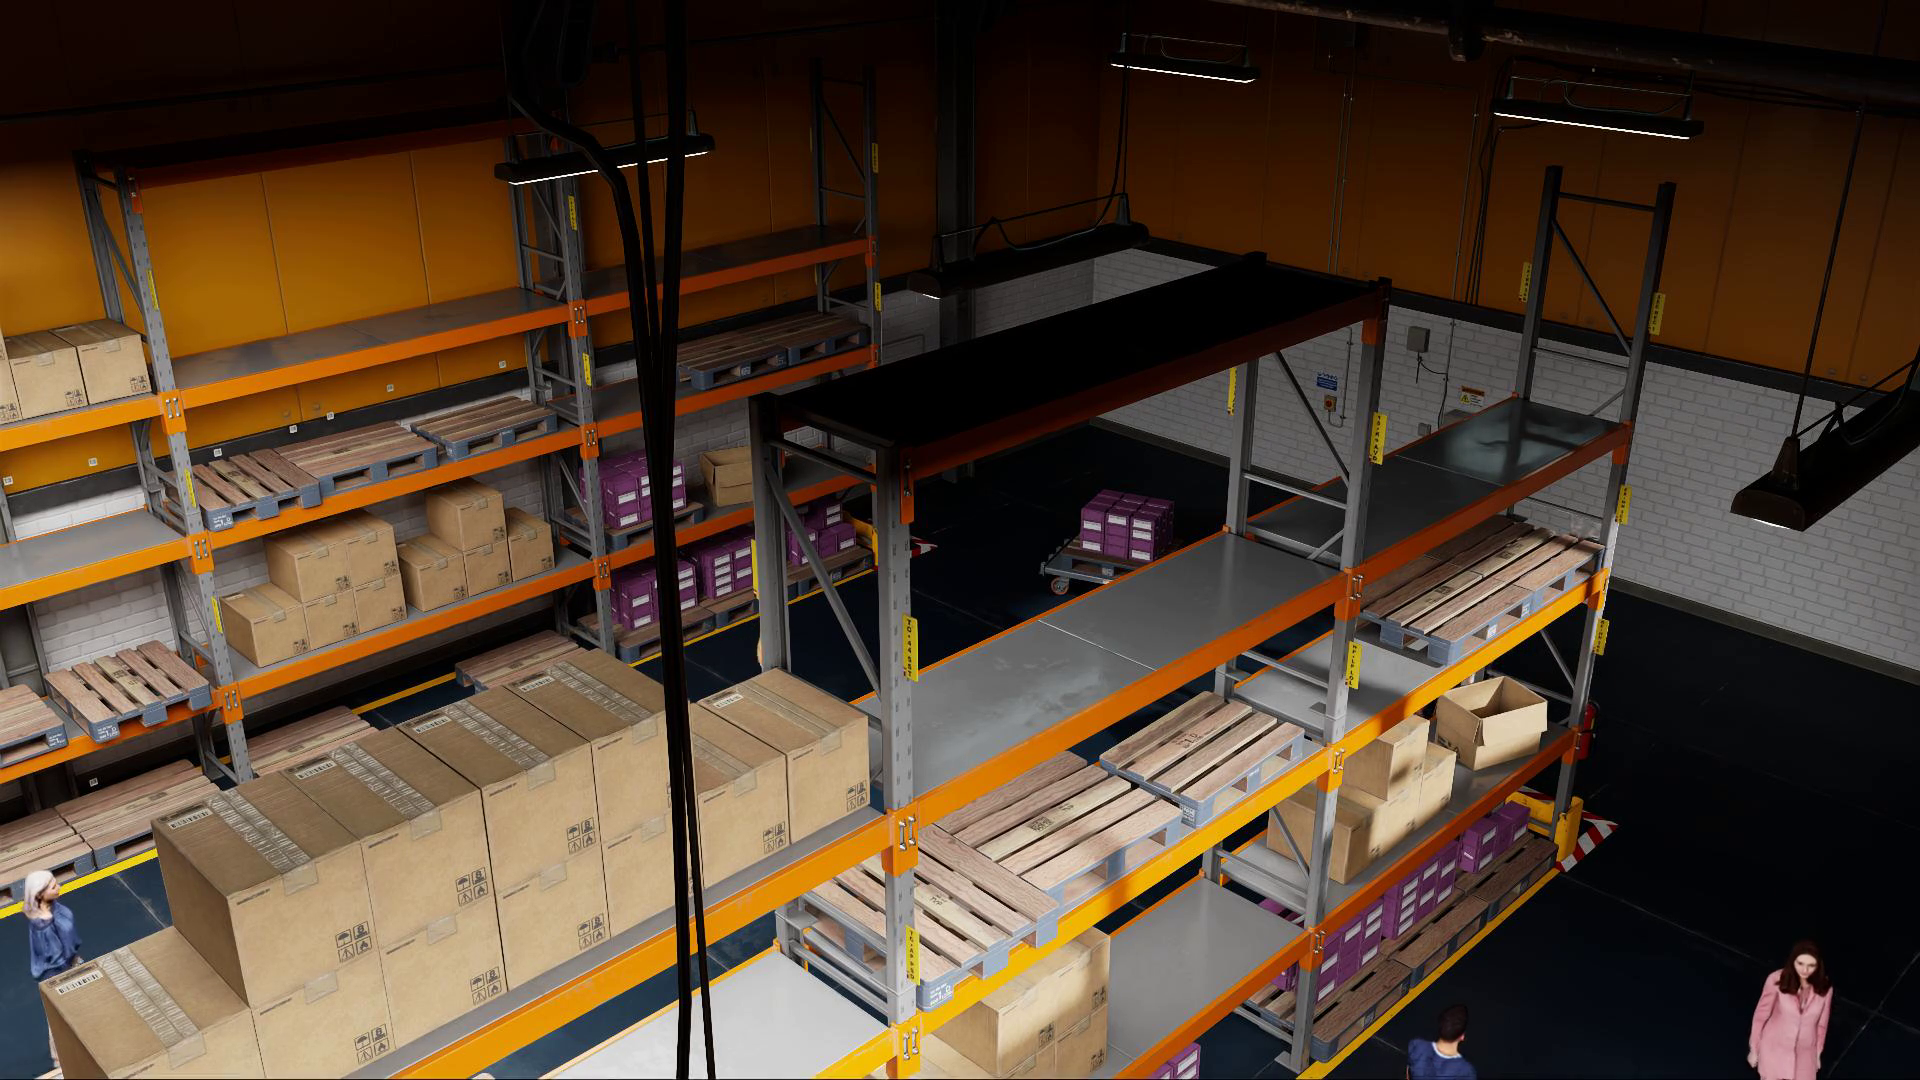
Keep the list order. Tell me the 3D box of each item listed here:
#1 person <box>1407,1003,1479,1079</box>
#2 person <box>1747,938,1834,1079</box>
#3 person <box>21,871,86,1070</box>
[{"bbox_3d":[2.935,3.751,10.516,0.767,1.822,1.166,14,27,29],"label":"person"},{"bbox_3d":[5.610,3.423,11.317,0.779,1.783,0.824,6,24,13],"label":"person"},{"bbox_3d":[-6.650,3.141,12.083,0.762,1.685,0.733,-10,26,-22],"label":"person"}]
